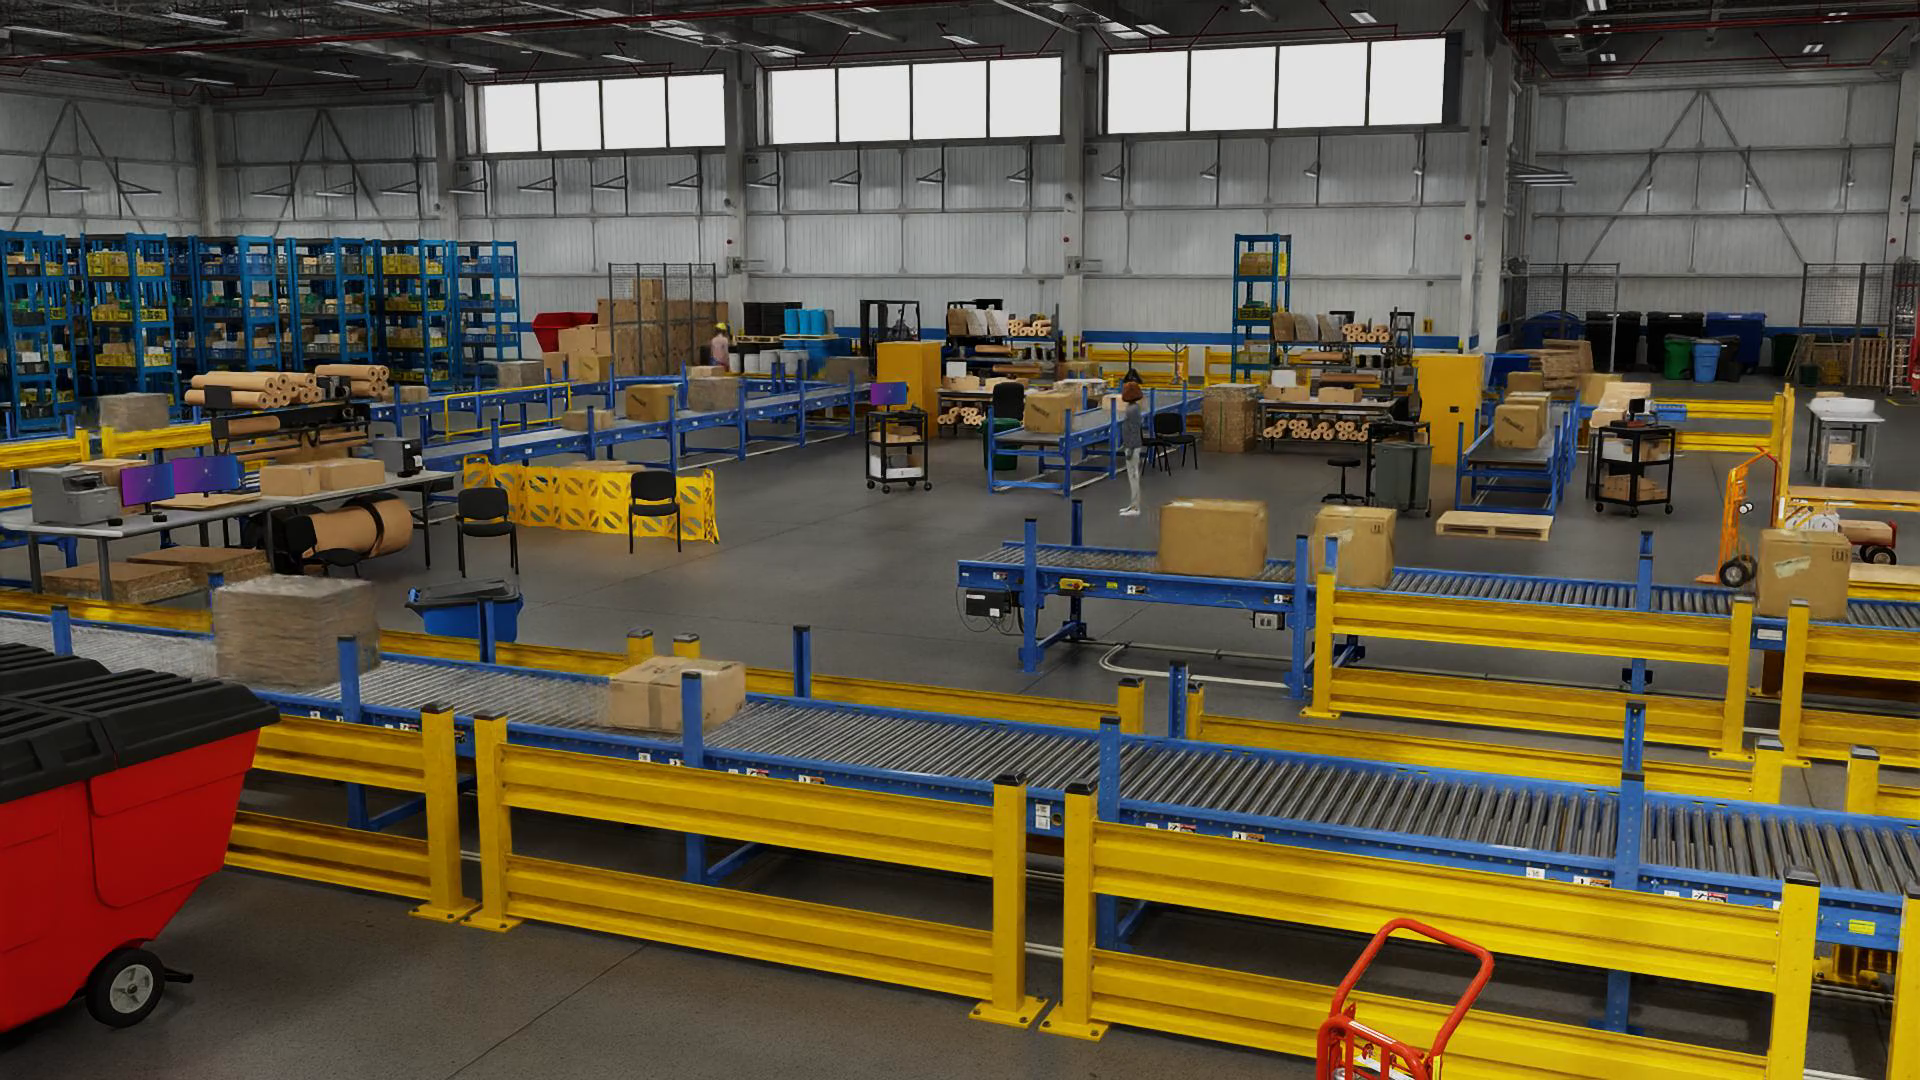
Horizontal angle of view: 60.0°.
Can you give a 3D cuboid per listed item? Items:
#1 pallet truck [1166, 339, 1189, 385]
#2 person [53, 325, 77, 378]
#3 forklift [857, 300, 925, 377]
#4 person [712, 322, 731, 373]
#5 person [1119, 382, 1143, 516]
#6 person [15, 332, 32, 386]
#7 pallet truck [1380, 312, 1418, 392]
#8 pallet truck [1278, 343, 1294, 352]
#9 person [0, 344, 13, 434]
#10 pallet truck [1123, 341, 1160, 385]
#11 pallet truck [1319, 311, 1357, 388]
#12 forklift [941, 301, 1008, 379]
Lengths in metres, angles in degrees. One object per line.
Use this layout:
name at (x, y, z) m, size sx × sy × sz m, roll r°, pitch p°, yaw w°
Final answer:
pallet truck at (5.418, -4.269, 40.420) m, size 0.704 × 1.261 × 1.522 m, roll 3°, pitch 10°, yaw 20°
person at (-19.524, -3.924, 36.195) m, size 0.612 × 1.996 × 0.376 m, roll 0°, pitch 9°, yaw 0°
forklift at (-1.732, -5.109, 42.468) m, size 1.157 × 1.987 × 2.680 m, roll 4°, pitch 10°, yaw 22°
person at (-5.366, -4.019, 37.486) m, size 0.547 × 1.755 × 0.360 m, roll 8°, pitch 12°, yaw 40°
person at (2.080, -1.106, 20.217) m, size 0.269 × 1.632 × 0.509 m, roll 1°, pitch 9°, yaw 7°
person at (-20.434, -3.863, 36.407) m, size 0.575 × 1.816 × 0.883 m, roll 3°, pitch 10°, yaw 17°
pallet truck at (10.207, -4.283, 38.369) m, size 0.823 × 1.965 × 1.885 m, roll 3°, pitch 10°, yaw 20°
pallet truck at (7.886, -4.163, 39.743) m, size 0.653 × 1.274 × 1.630 m, roll 4°, pitch 10°, yaw 22°
person at (-17.220, -2.850, 29.648) m, size 0.960 × 2.004 × 0.636 m, roll 4°, pitch 10°, yaw 21°
pallet truck at (4.445, -4.380, 41.279) m, size 0.680 × 1.201 × 1.601 m, roll 4°, pitch 10°, yaw 22°
pallet truck at (9.071, -4.419, 39.190) m, size 0.823 × 1.965 × 1.885 m, roll 5°, pitch 10°, yaw 26°
forklift at (0.365, -4.966, 41.571) m, size 1.157 × 1.987 × 2.680 m, roll 3°, pitch 10°, yaw 20°
